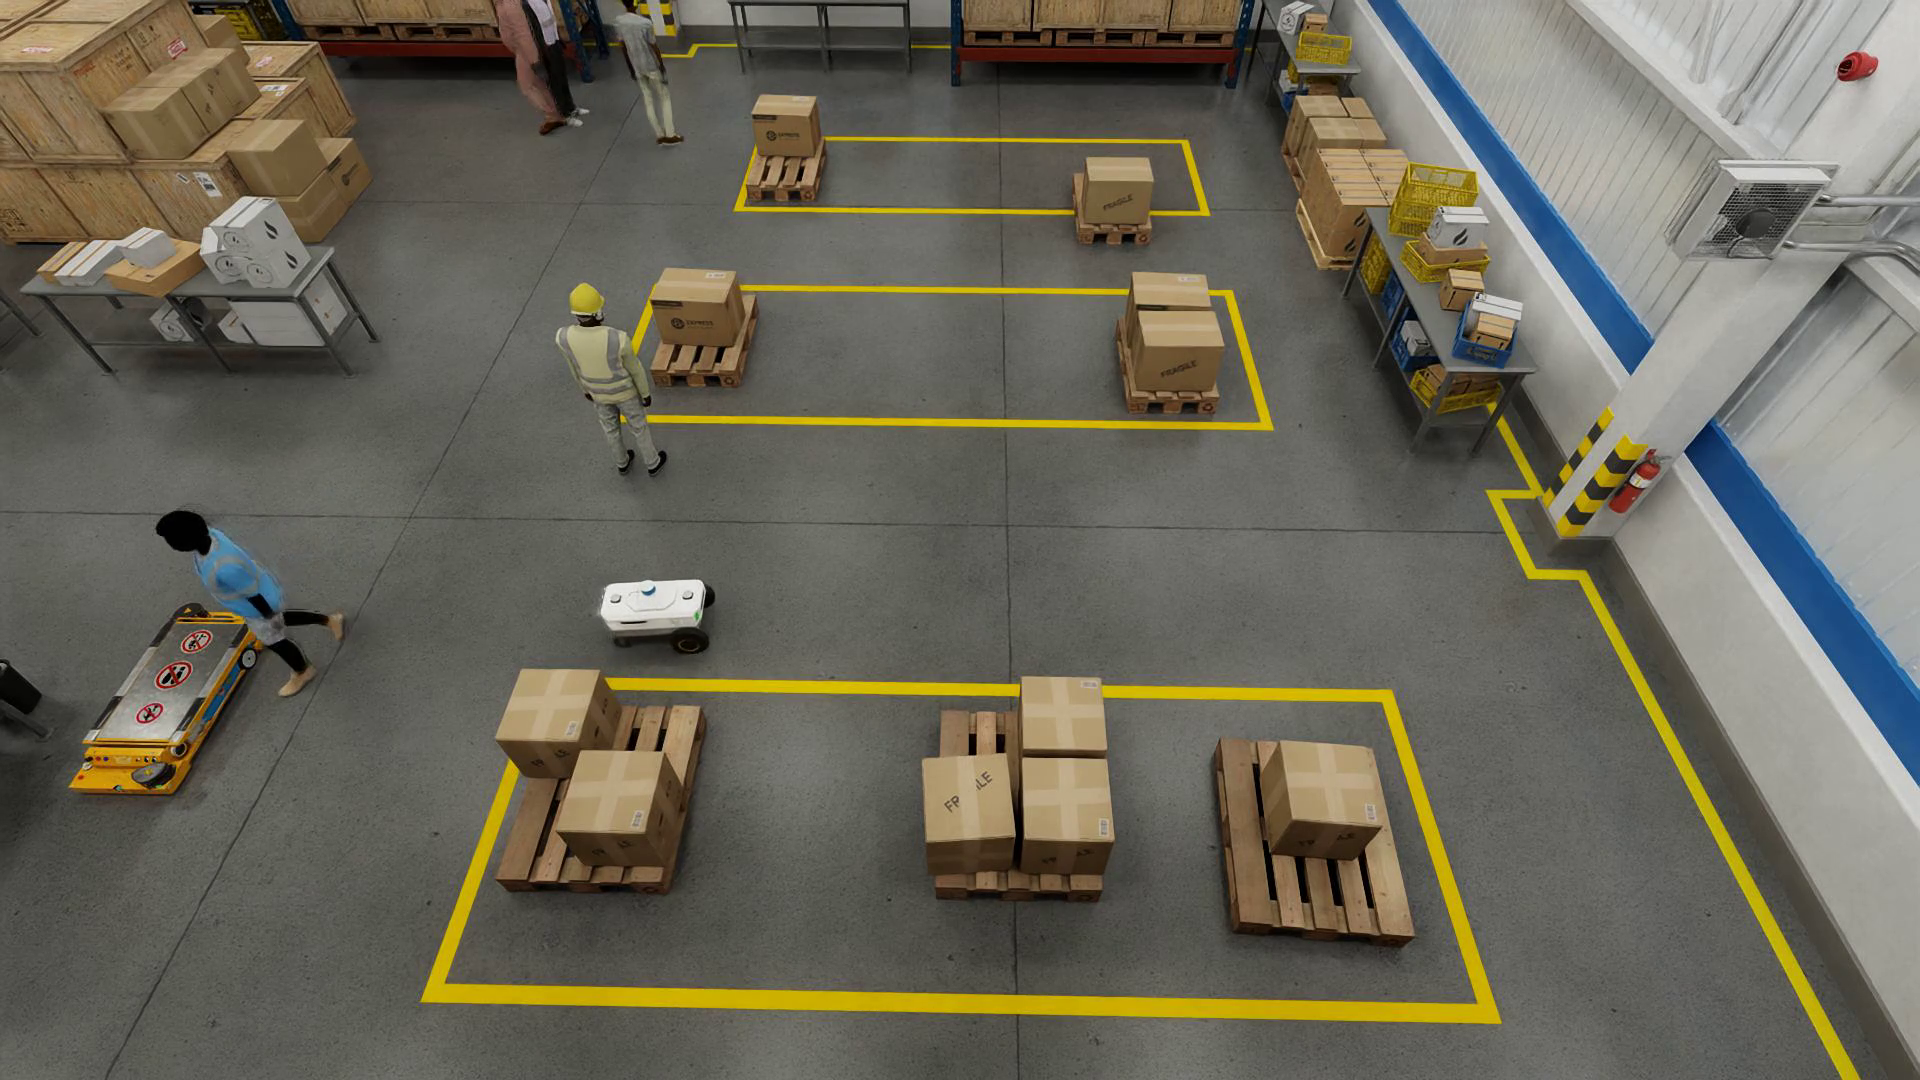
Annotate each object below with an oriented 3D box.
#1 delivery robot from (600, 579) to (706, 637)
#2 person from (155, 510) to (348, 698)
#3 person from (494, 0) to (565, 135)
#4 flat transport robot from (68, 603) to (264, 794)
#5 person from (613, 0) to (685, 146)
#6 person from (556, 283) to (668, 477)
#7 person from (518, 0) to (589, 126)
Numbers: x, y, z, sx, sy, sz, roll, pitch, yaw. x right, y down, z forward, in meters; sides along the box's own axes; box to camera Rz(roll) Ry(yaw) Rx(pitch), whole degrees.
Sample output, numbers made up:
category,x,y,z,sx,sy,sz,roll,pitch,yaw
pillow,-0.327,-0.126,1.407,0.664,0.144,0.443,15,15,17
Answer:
category,x,y,z,sx,sy,sz,roll,pitch,yaw
delivery robot,-2.228,0.478,6.700,0.707,0.478,0.477,-3,50,-2
person,-4.691,0.372,6.110,0.599,1.680,0.543,-37,59,-27
person,-5.466,-6.086,11.456,0.481,1.878,0.667,-16,52,-13
flat transport robot,-5.504,1.072,6.442,0.652,0.197,1.431,1,50,1
person,-3.831,-5.760,11.193,0.536,1.863,0.347,8,50,6
person,-2.784,-1.242,7.391,0.592,1.827,0.403,3,50,3
person,-5.199,-6.282,11.594,0.393,1.920,0.591,1,50,1
